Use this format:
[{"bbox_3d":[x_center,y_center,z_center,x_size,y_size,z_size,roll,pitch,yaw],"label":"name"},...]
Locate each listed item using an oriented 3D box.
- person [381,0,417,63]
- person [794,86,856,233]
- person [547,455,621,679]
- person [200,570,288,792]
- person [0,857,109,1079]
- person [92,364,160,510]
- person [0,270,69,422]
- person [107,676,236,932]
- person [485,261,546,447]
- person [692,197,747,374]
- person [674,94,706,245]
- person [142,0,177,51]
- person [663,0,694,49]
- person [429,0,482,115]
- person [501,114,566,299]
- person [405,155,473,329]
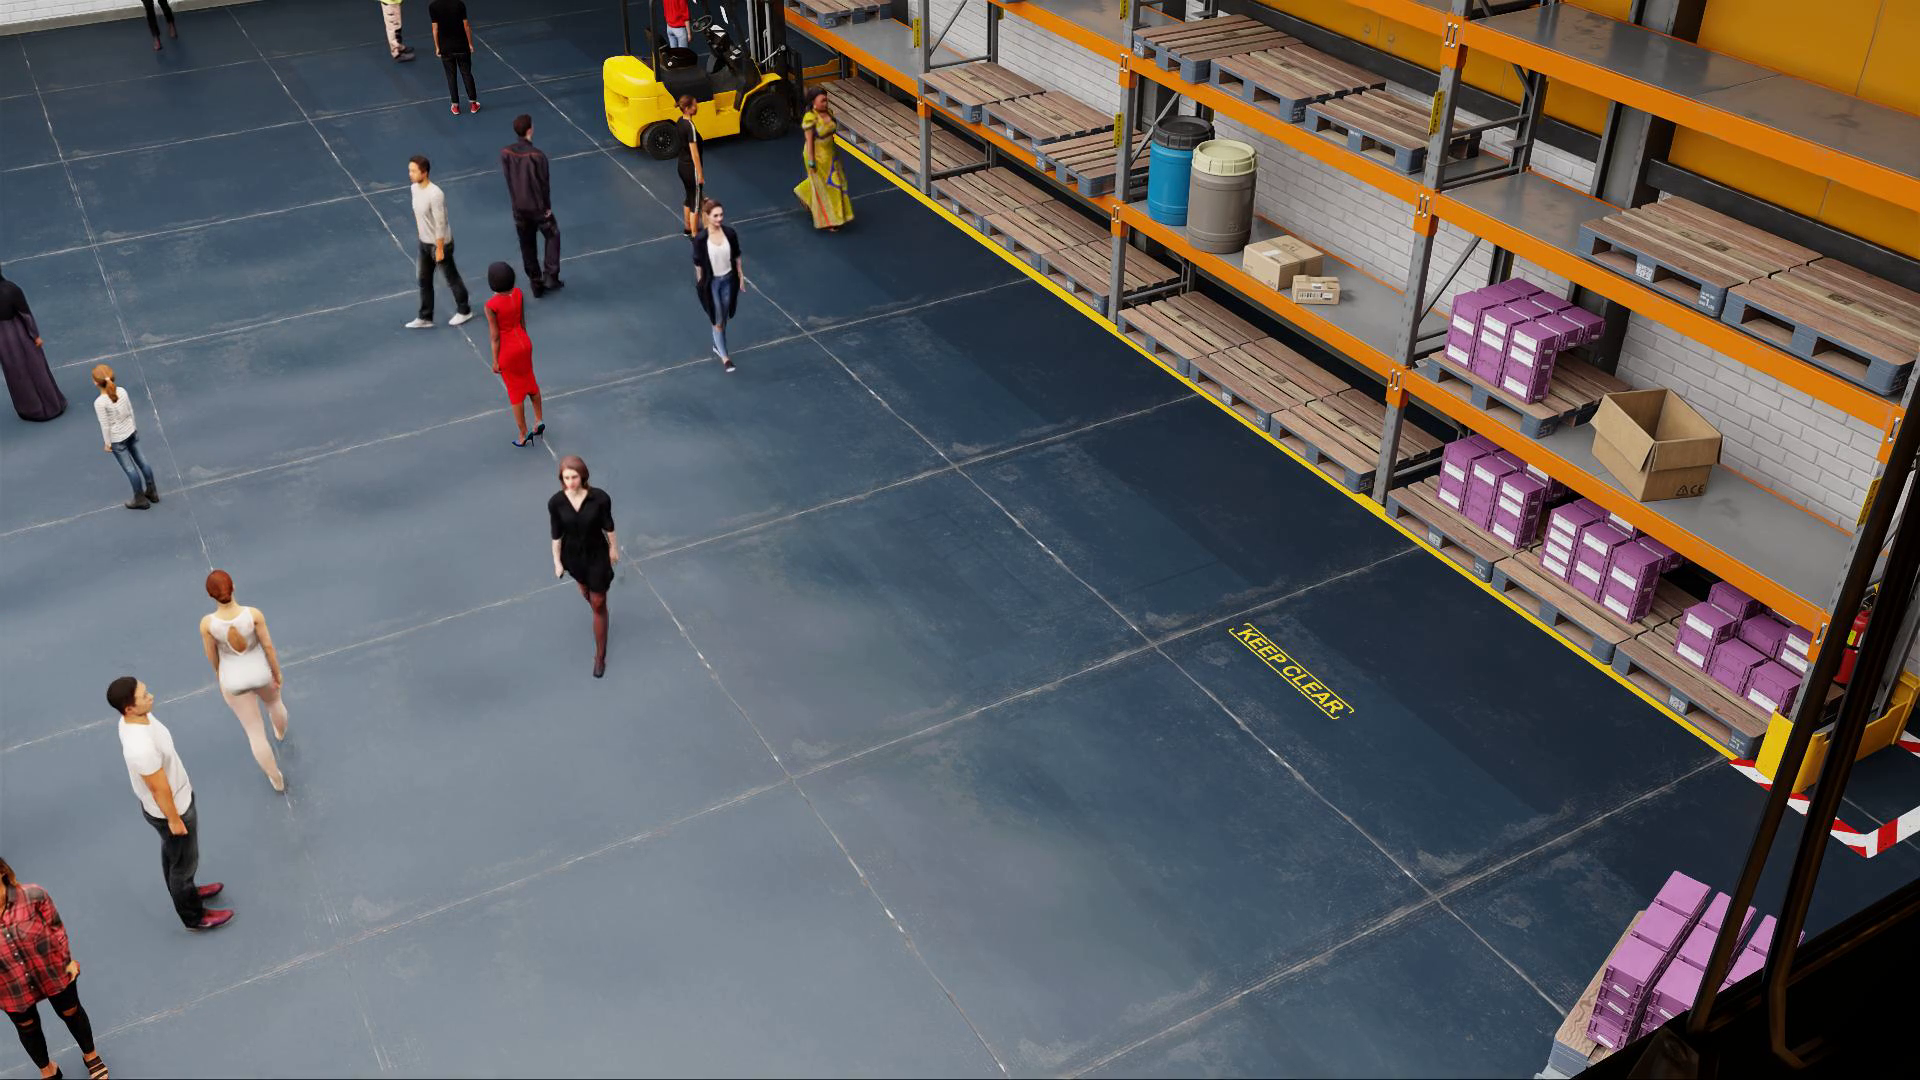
[{"bbox_3d":[-8.134,-7.807,23.768,0.816,1.841,0.697,-9,35,-13],"label":"person"},{"bbox_3d":[-1.617,-4.292,18.657,1.187,1.645,1.075,15,36,21],"label":"person"},{"bbox_3d":[-2.705,0.092,12.053,0.904,1.655,1.149,-2,34,-3],"label":"person"},{"bbox_3d":[-4.606,0.955,10.793,0.549,1.612,0.937,-17,37,-24],"label":"person"},{"bbox_3d":[-4.878,2.273,8.728,0.605,1.703,0.531,-18,38,-25],"label":"person"},{"bbox_3d":[-6.935,-0.859,13.790,0.618,1.316,0.567,14,36,20],"label":"person"},{"bbox_3d":[-8.539,-1.840,14.996,0.699,1.614,0.723,-2,34,-3],"label":"person"},{"bbox_3d":[-4.674,1.529,9.757,0.698,1.803,0.455,-18,38,-25],"label":"person"},{"bbox_3d":[-3.901,-1.625,14.556,0.646,1.743,0.638,19,38,26],"label":"person"},{"bbox_3d":[-2.338,-2.484,15.924,0.611,1.660,0.904,-17,37,-23],"label":"person"},{"bbox_3d":[-2.980,-4.100,18.351,0.662,1.665,0.462,-15,36,-21],"label":"person"},{"bbox_3d":[-11.818,-8.150,24.329,0.932,1.792,1.293,-7,34,-11],"label":"person"},{"bbox_3d":[-3.823,-6.911,22.544,0.573,1.705,0.738,24,41,32],"label":"person"},{"bbox_3d":[-6.660,-6.501,21.879,0.688,1.758,0.639,-9,35,-13],"label":"person"},{"bbox_3d":[-4.427,-3.376,17.053,0.811,1.897,0.854,6,34,8],"label":"person"},{"bbox_3d":[-5.141,-2.986,16.559,0.966,1.792,0.929,25,41,33],"label":"person"}]
